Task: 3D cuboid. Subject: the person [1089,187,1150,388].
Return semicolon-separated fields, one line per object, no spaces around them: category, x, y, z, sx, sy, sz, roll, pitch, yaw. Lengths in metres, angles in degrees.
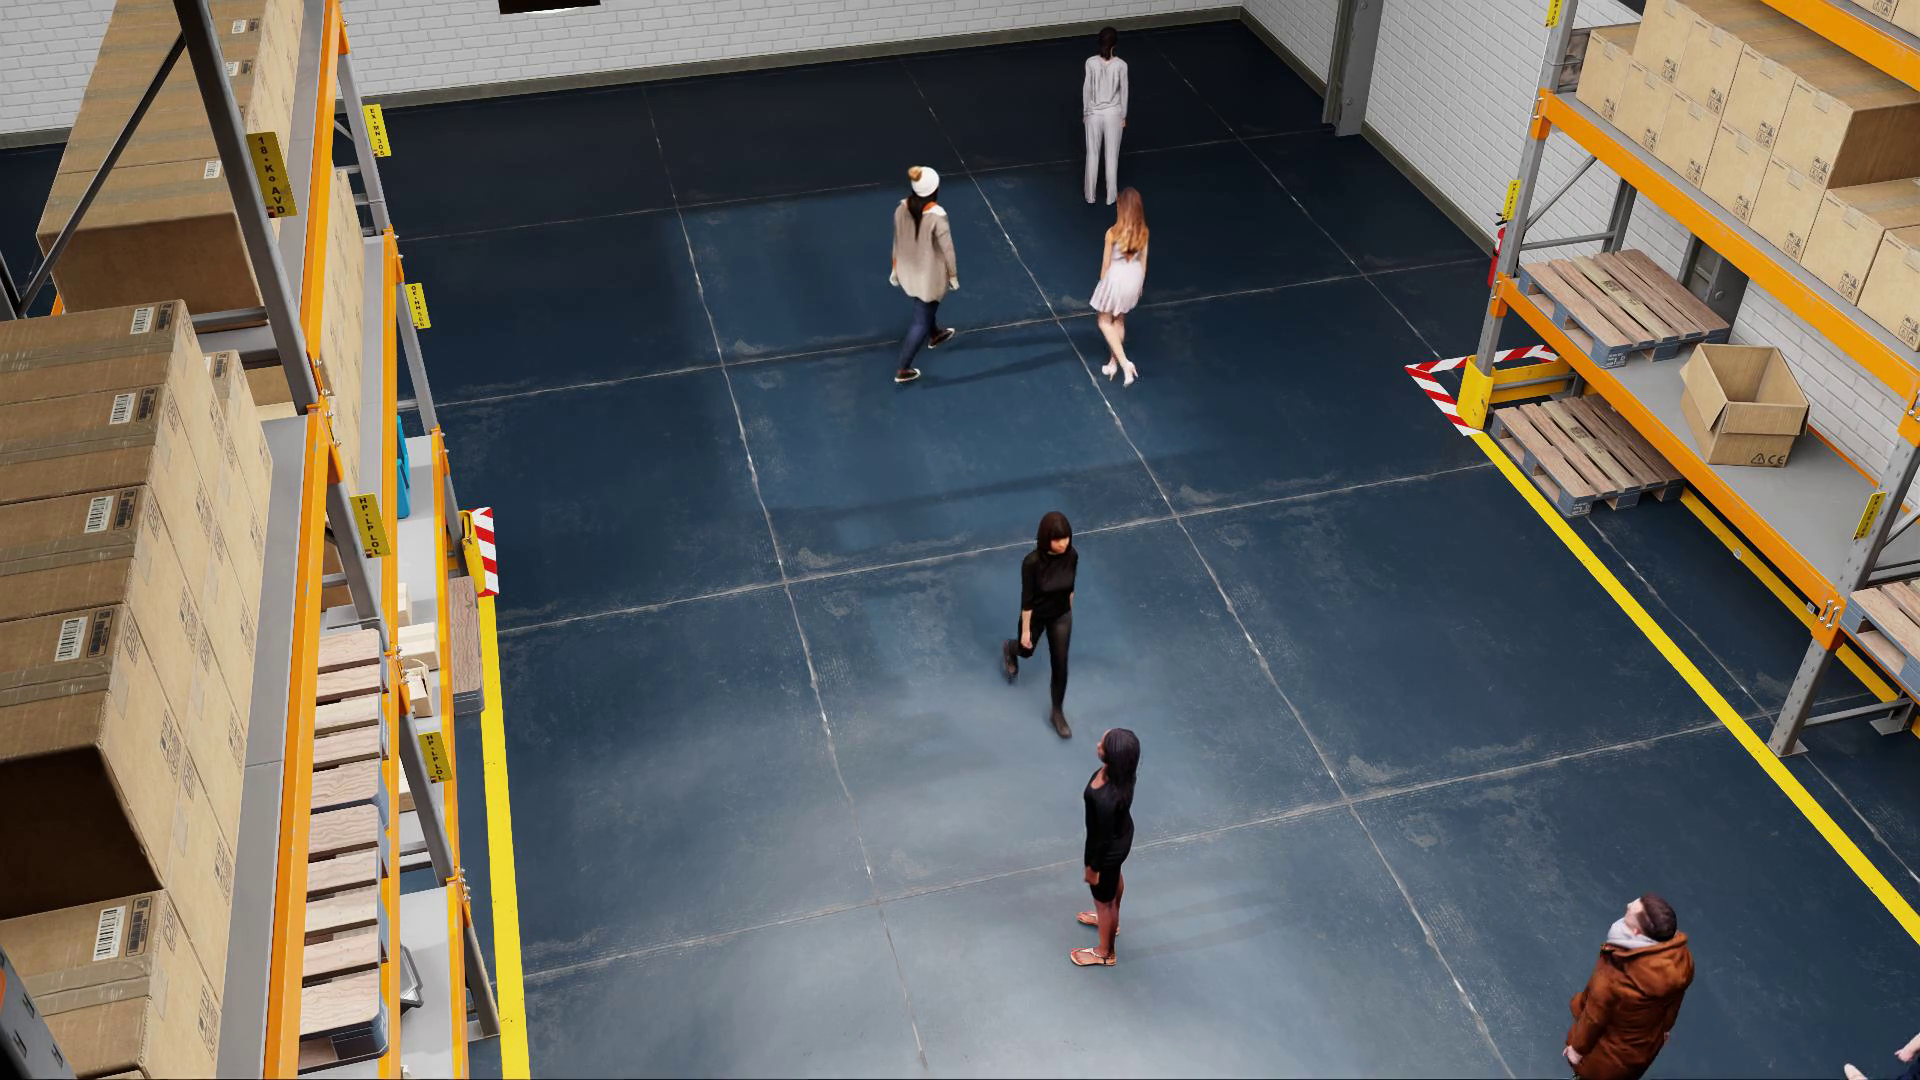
person;1.330;-1.973;13.448;0.626;1.754;0.869;-12;40;-15

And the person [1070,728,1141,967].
person;0.790;1.636;8.955;0.745;1.721;0.614;9;39;11

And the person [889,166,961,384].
person;-0.365;-2.152;13.601;1.232;1.843;1.199;27;46;29

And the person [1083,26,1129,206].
person;1.395;-4.098;16.093;0.669;1.773;0.684;10;40;12

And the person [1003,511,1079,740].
person;0.496;0.447;10.526;0.605;1.618;1.055;-12;40;-15

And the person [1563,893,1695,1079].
person;3.171;2.428;7.891;0.845;1.812;1.078;-15;41;-18
